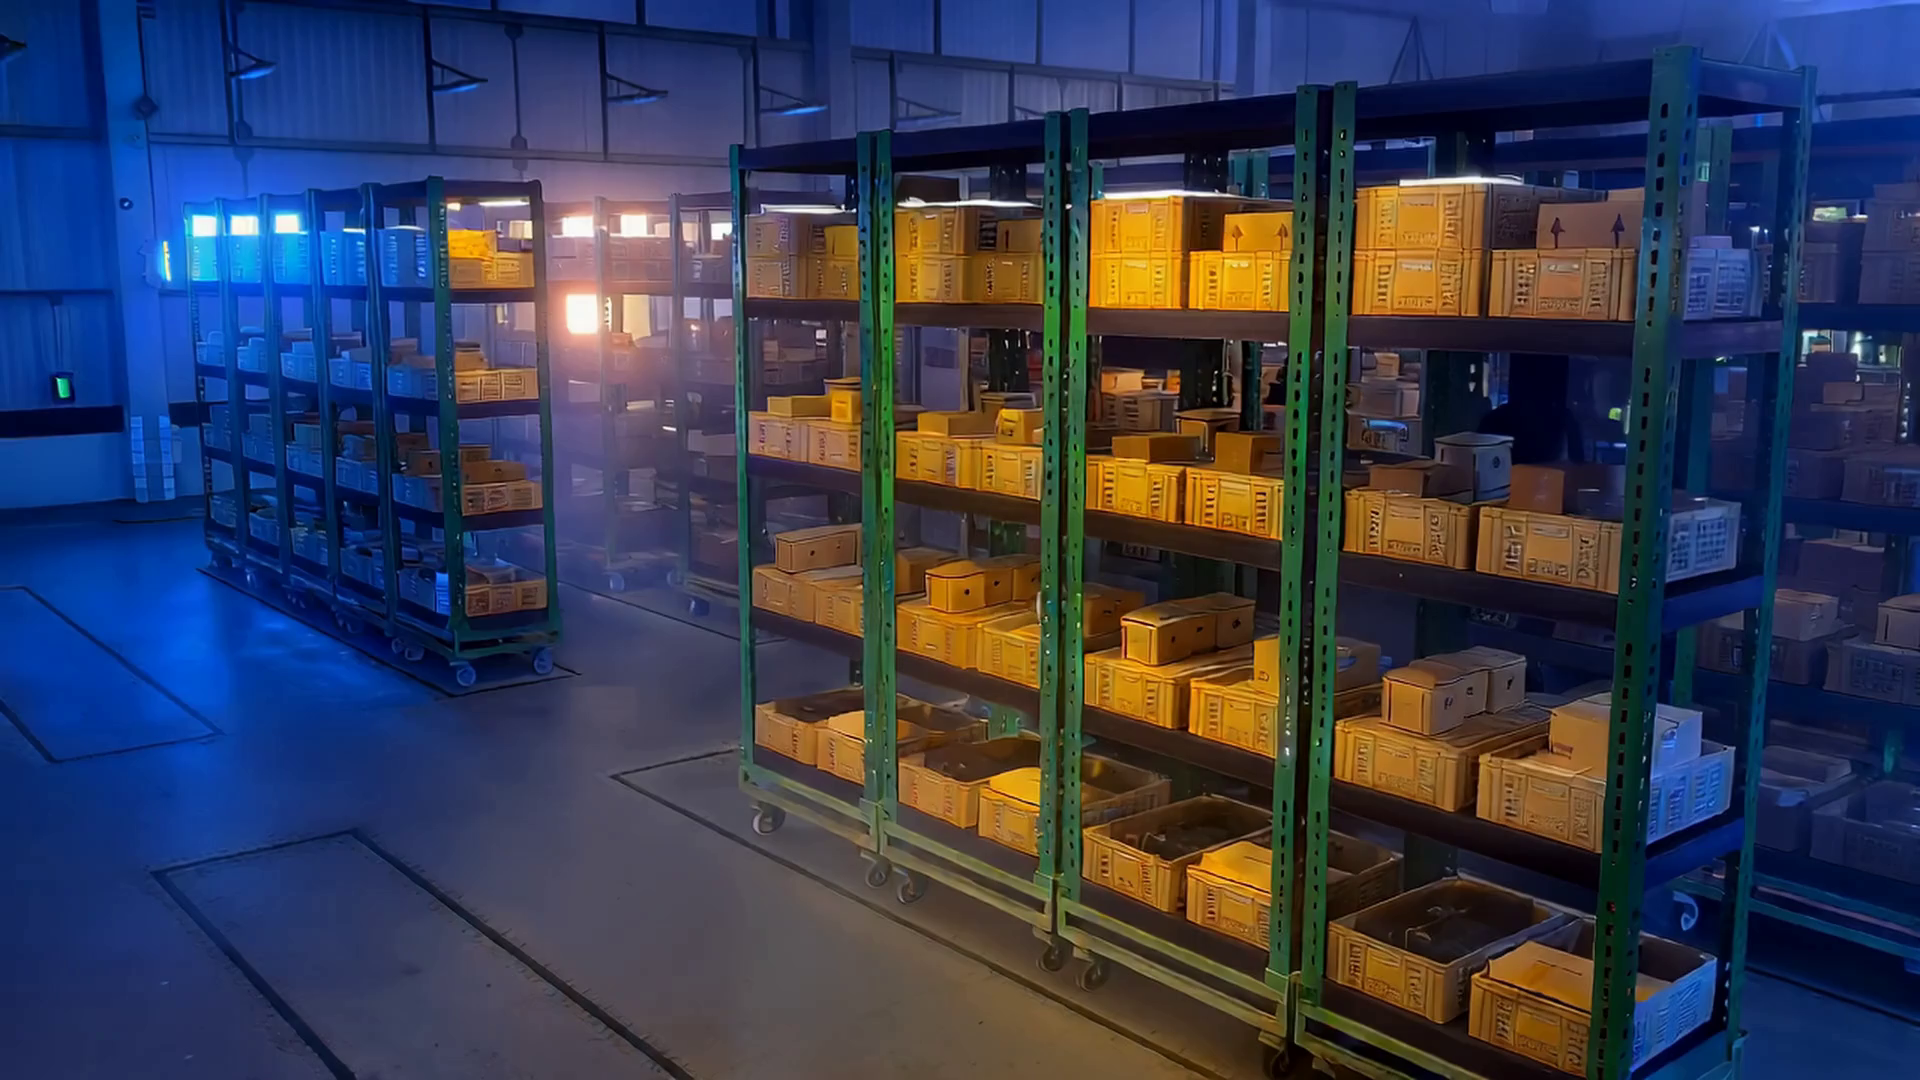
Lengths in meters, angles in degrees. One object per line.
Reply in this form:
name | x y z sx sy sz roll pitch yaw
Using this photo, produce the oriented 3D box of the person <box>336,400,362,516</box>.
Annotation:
person | -6.164 -0.693 16.859 0.390 1.850 0.565 -3 10 -16
